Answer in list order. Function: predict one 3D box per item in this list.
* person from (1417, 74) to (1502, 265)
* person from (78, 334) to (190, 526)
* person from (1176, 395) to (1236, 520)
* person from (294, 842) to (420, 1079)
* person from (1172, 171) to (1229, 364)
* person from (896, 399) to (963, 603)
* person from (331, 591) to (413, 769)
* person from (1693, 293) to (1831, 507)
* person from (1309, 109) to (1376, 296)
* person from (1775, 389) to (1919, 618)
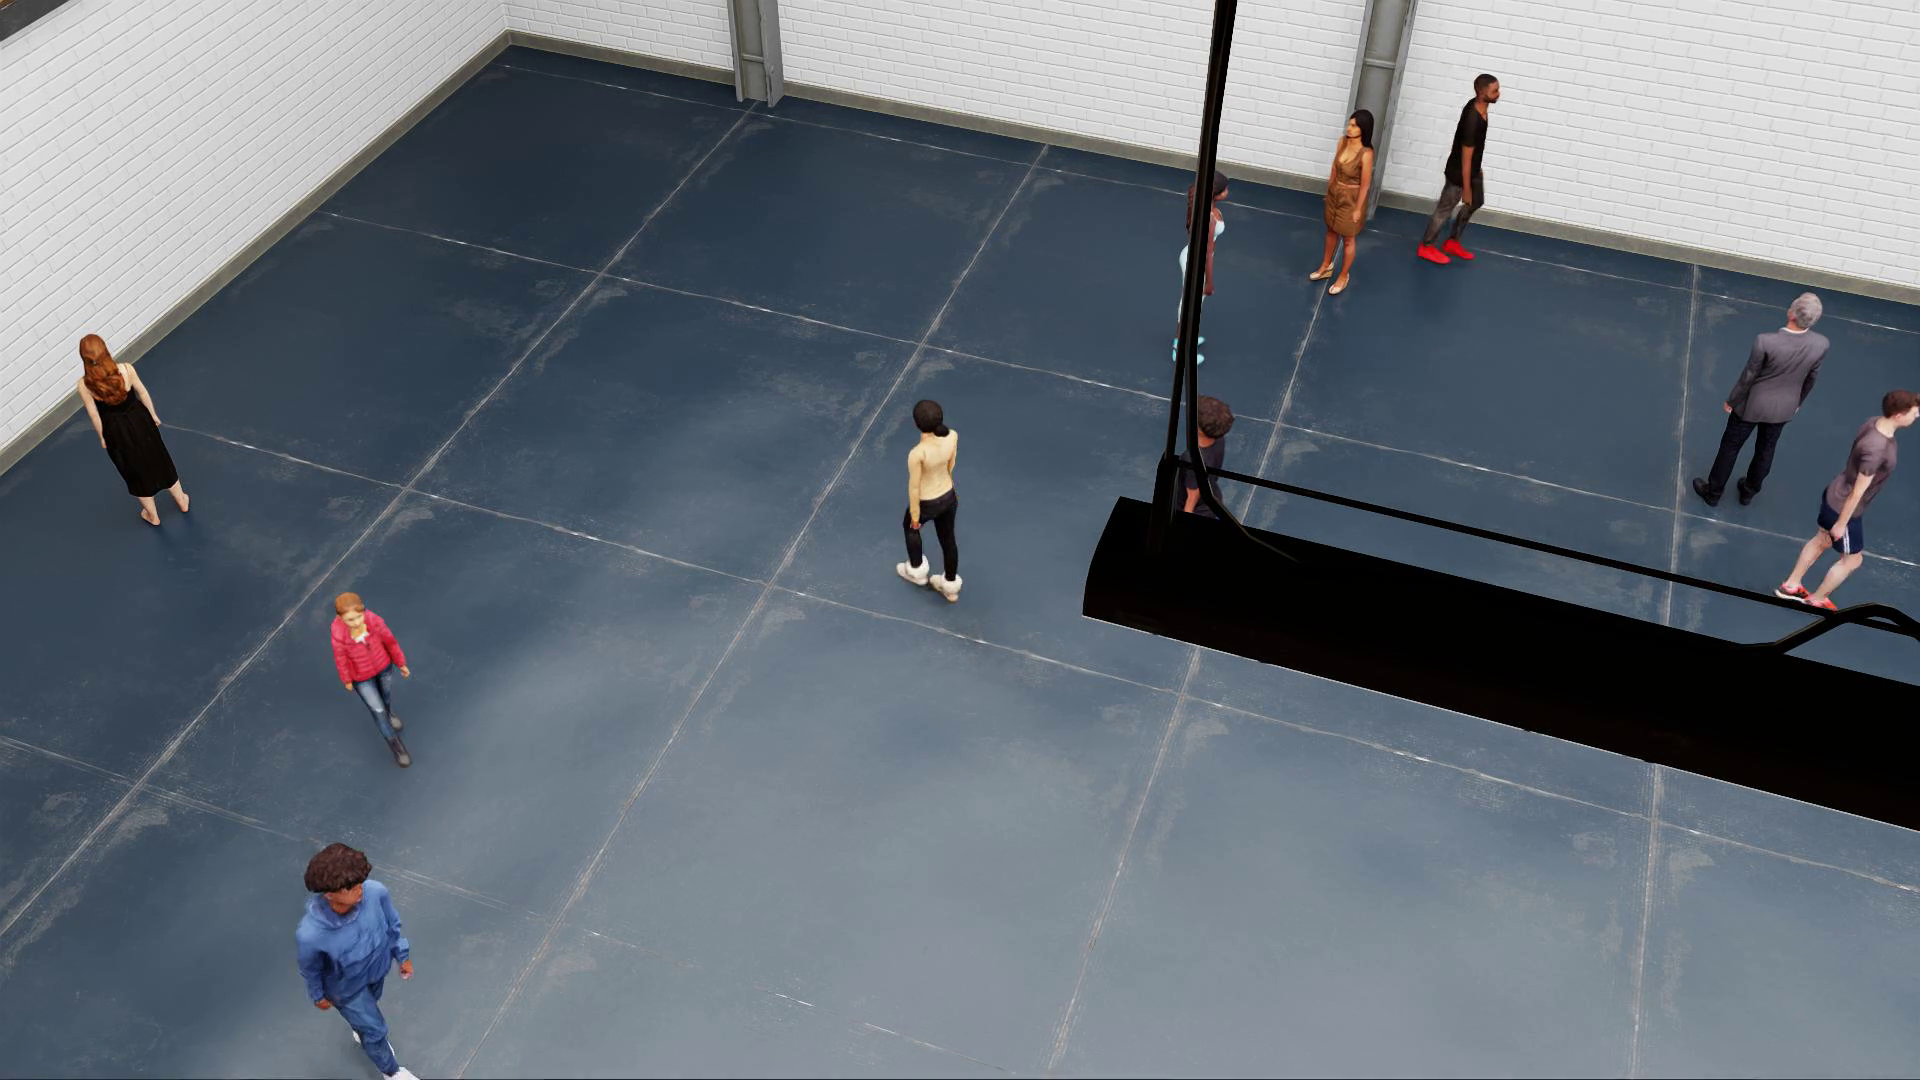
[{"bbox_3d":[4.172,-3.149,14.110,0.729,1.789,0.696,18,47,18],"label":"person"},{"bbox_3d":[-5.872,-0.781,11.744,0.678,1.625,0.712,-30,51,-28],"label":"person"},{"bbox_3d":[1.586,-0.224,11.034,0.619,1.799,0.634,22,48,22],"label":"person"},{"bbox_3d":[-3.162,2.181,8.530,0.949,1.771,0.812,32,52,29],"label":"person"},{"bbox_3d":[1.866,-2.159,13.120,0.669,1.722,0.654,-5,44,-5],"label":"person"},{"bbox_3d":[-0.128,-0.220,11.143,0.798,1.643,0.871,-24,49,-23],"label":"person"},{"bbox_3d":[-3.695,0.768,10.360,0.767,1.292,0.918,-32,52,-29],"label":"person"},{"bbox_3d":[5.718,-0.992,11.808,0.675,1.843,0.844,0,44,0],"label":"person"},{"bbox_3d":[3.222,-2.822,13.839,0.698,1.690,0.630,-20,47,-20],"label":"person"},{"bbox_3d":[5.815,-0.262,11.042,0.701,1.842,0.700,17,46,17],"label":"person"}]
